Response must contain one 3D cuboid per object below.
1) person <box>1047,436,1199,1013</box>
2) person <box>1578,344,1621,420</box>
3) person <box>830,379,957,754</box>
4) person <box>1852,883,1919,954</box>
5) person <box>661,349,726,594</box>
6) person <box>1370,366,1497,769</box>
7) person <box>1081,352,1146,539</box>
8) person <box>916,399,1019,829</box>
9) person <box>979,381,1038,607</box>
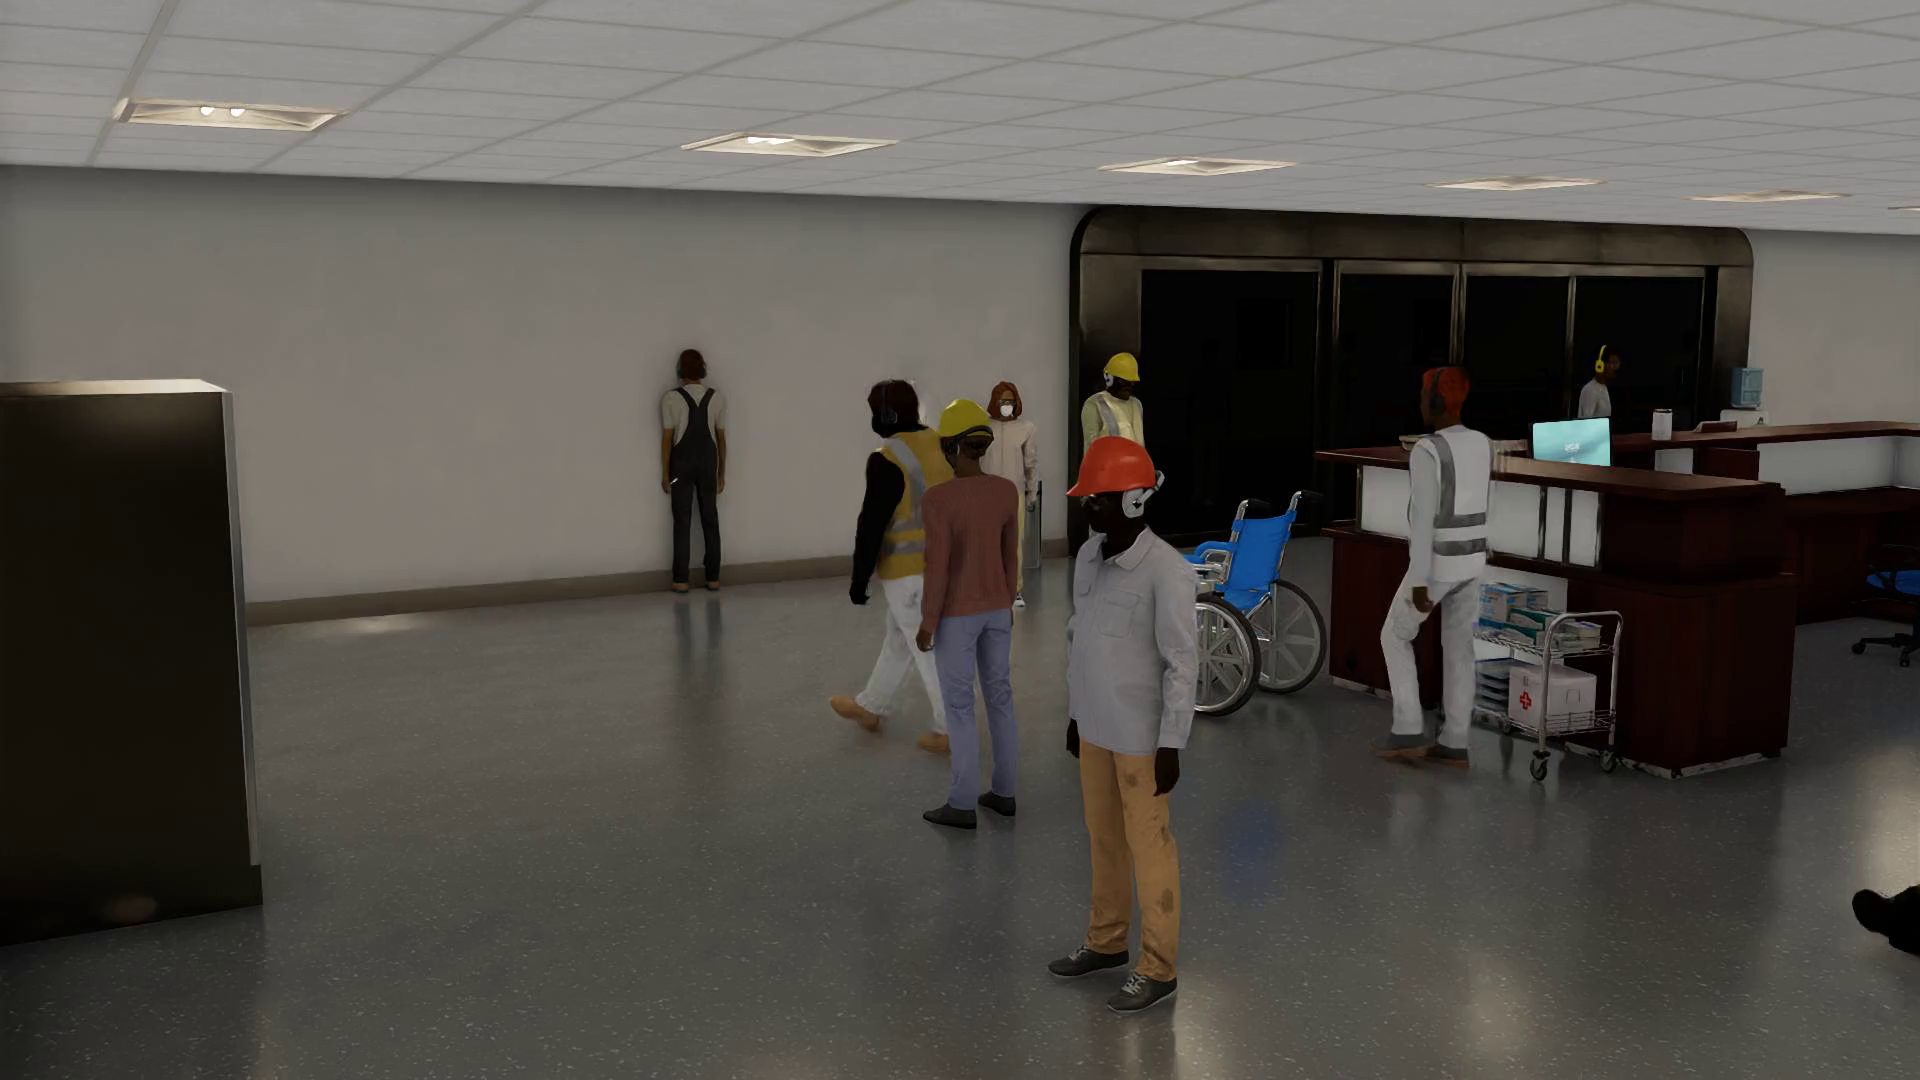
[{"bbox_3d":[0.482,0.554,5.097,0.342,1.748,0.573,-4,9,-29],"label":"person"},{"bbox_3d":[5.255,-0.675,13.673,0.418,1.855,0.511,4,9,26],"label":"person"},{"bbox_3d":[-0.327,0.128,8.046,0.924,1.795,0.631,4,9,28],"label":"person"},{"bbox_3d":[3.403,0.459,5.336,0.620,1.875,0.814,-7,10,-40],"label":"person"},{"bbox_3d":[-2.006,-0.514,12.533,0.501,1.839,0.343,-4,9,-25],"label":"person"},{"bbox_3d":[2.207,0.123,7.789,0.592,1.866,0.571,-5,9,-33],"label":"person"},{"bbox_3d":[1.151,-0.458,12.179,0.589,1.822,0.403,-8,11,-43],"label":"person"},{"bbox_3d":[0.025,0.302,6.889,0.532,1.767,0.328,-7,11,-43],"label":"person"},{"bbox_3d":[0.309,-0.322,11.917,0.505,1.627,0.286,0,8,-3],"label":"person"}]
